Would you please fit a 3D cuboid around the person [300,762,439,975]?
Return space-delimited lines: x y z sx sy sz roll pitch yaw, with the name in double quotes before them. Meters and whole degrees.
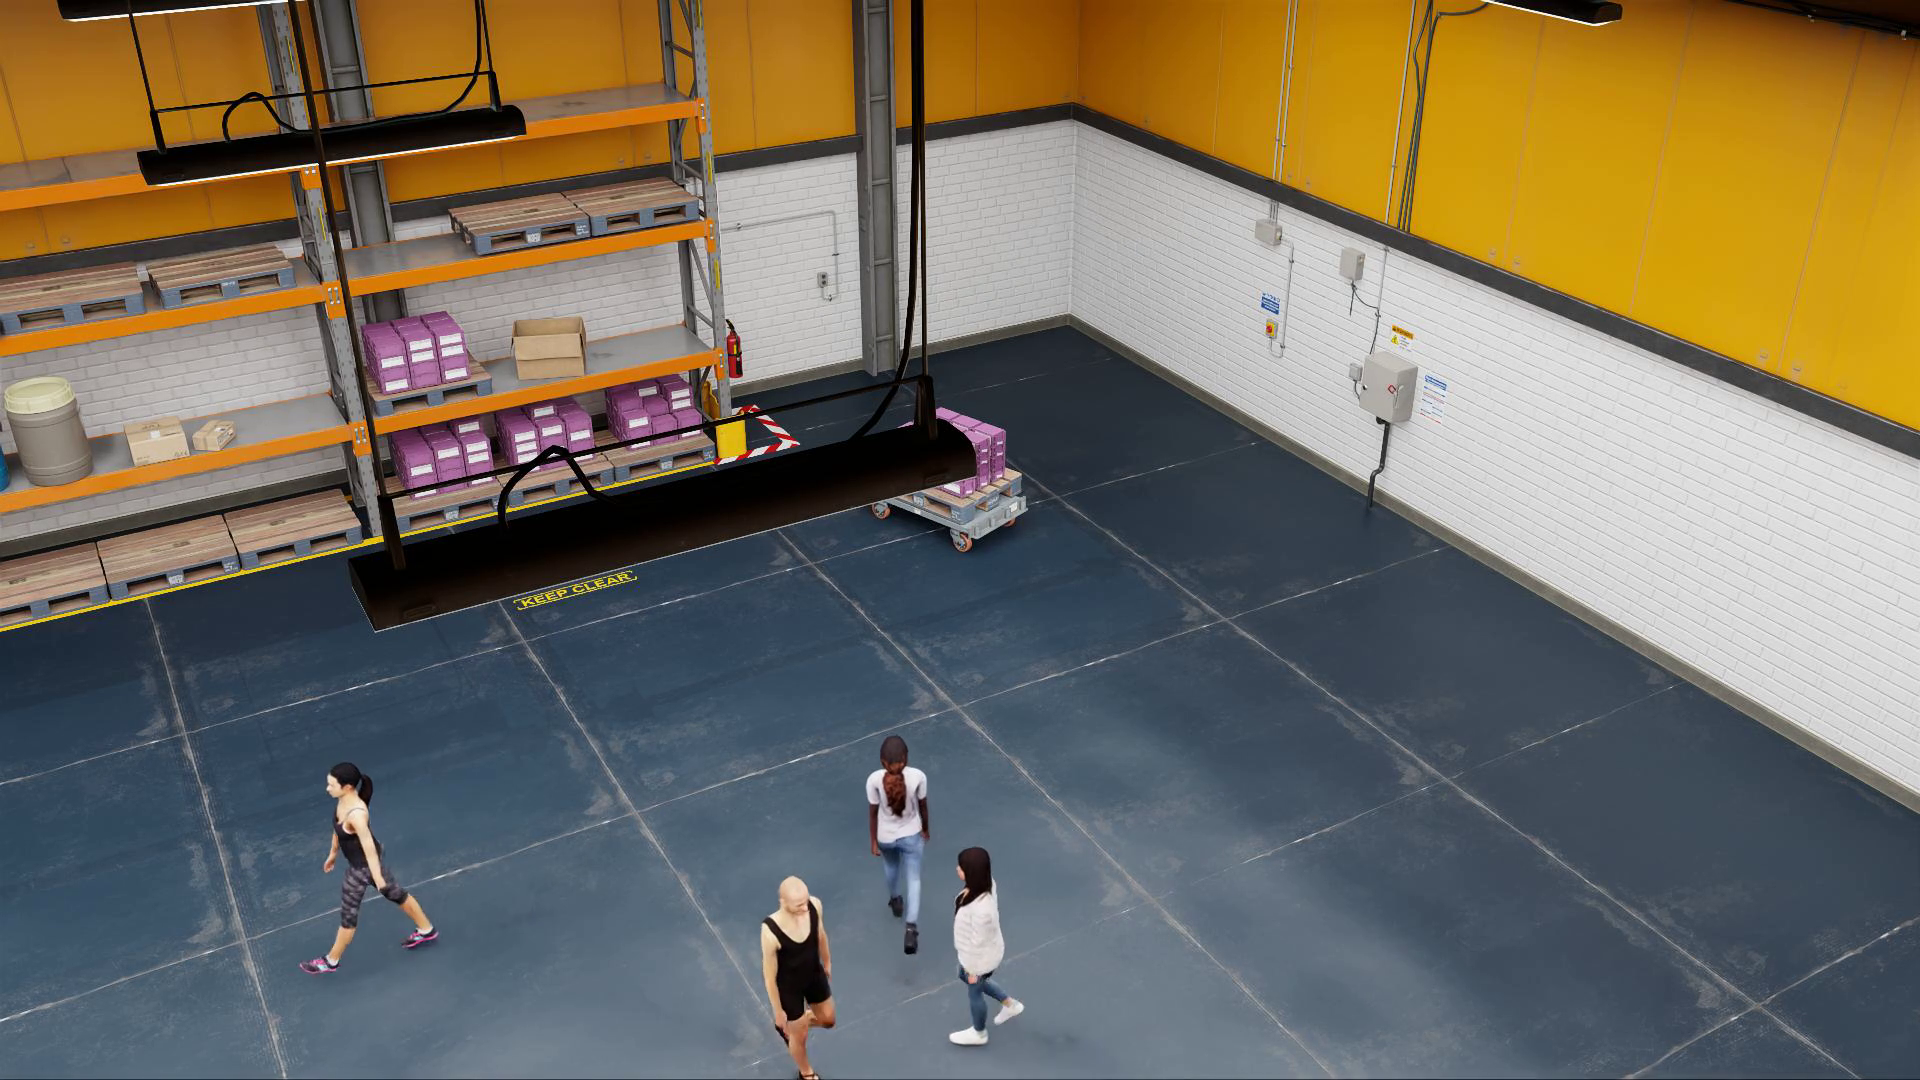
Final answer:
"person" -4.050 2.243 11.625 1.165 1.681 0.635 -13 31 -22

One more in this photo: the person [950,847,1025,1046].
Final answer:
"person" 0.200 2.676 10.887 0.858 1.627 0.777 0 29 0

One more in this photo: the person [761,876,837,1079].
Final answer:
"person" -1.090 2.764 10.552 0.882 1.794 0.809 21 35 34

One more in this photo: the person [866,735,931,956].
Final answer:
"person" -0.415 2.155 11.769 1.086 1.696 0.977 -2 29 -3
